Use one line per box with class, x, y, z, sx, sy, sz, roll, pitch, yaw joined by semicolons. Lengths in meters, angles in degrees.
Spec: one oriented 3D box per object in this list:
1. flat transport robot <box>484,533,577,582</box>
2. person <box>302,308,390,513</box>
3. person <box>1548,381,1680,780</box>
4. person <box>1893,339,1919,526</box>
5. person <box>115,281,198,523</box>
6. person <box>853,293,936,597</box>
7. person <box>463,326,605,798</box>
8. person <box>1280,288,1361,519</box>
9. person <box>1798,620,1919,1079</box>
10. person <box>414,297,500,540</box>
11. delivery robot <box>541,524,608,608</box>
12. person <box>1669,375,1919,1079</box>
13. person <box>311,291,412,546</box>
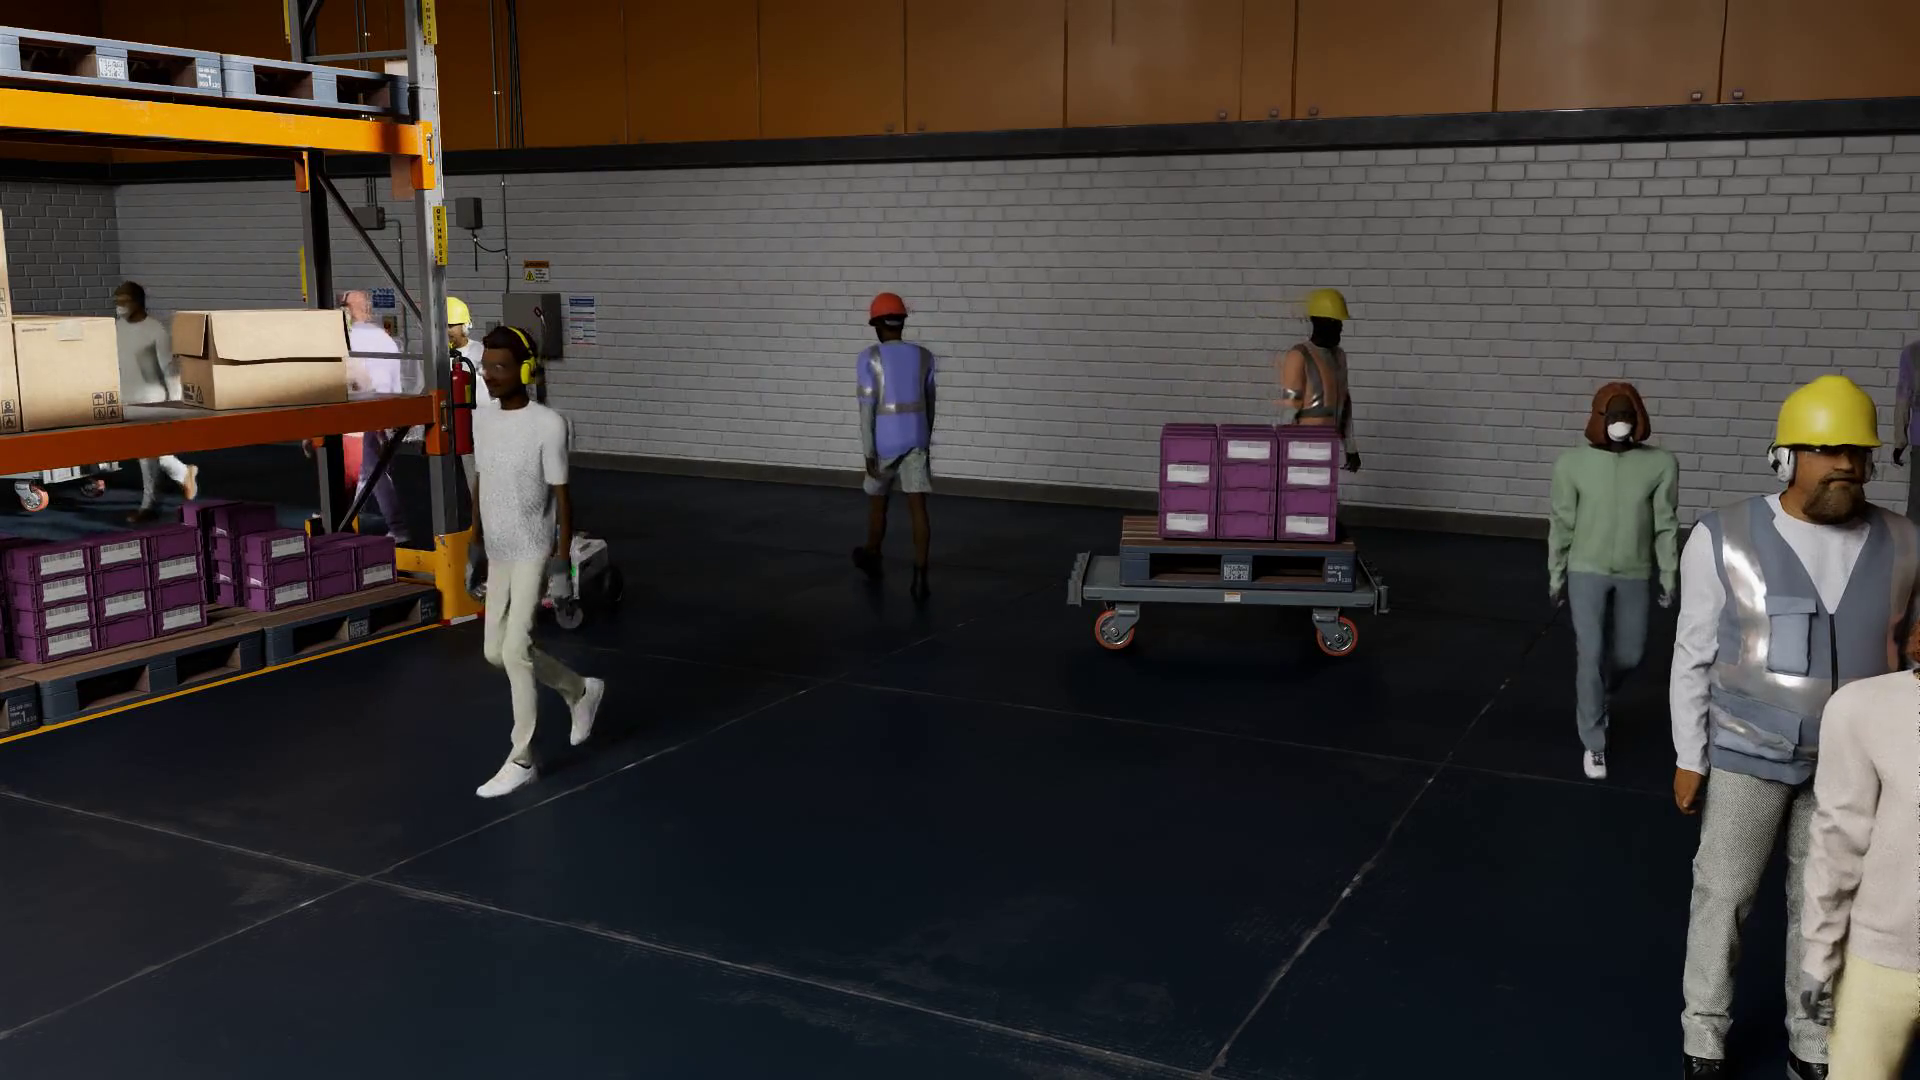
flat transport robot;-2.847;0.137;10.798;0.652;0.197;1.431;0;10;0
person;-4.227;-0.723;11.514;0.544;1.746;0.652;3;10;16
person;2.696;0.136;6.919;0.508;1.608;0.654;2;10;10
person;6.240;-0.643;10.526;0.594;1.924;0.382;8;13;40
person;-6.482;-1.125;13.383;0.630;1.913;0.796;4;11;22
person;-0.400;-0.613;10.508;0.577;1.866;1.012;-4;11;-22
person;-1.728;0.060;6.684;0.530;1.853;0.673;7;12;34
person;2.266;-0.588;10.281;0.578;1.908;0.587;8;12;38
person;1.816;0.799;3.063;0.499;1.629;0.283;4;10;20
person;-3.423;-0.738;11.359;0.600;1.827;0.403;0;10;0
delivery robot;-2.288;0.151;9.629;0.477;0.478;0.707;1;10;4
person;2.051;0.516;4.080;0.592;1.837;0.404;1;10;7
person;-4.422;-0.879;12.128;0.990;1.848;0.661;3;10;16
